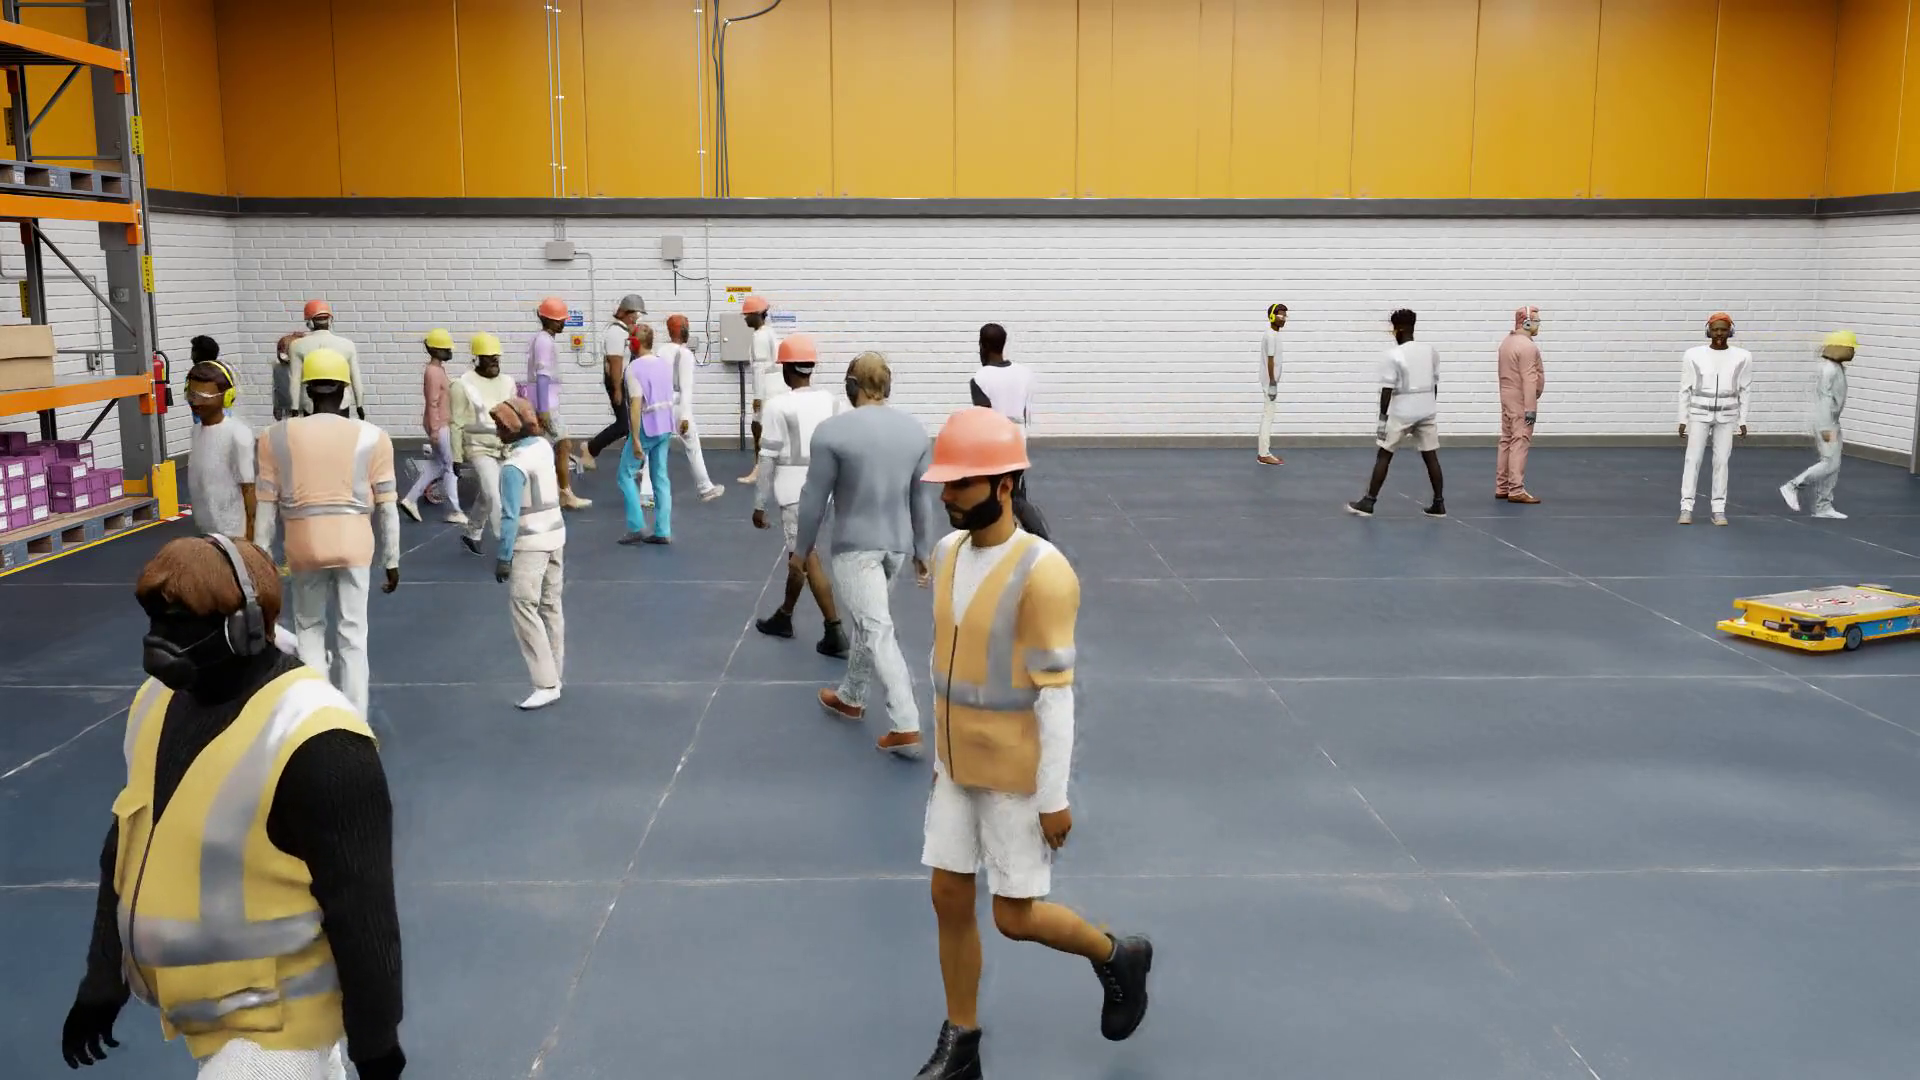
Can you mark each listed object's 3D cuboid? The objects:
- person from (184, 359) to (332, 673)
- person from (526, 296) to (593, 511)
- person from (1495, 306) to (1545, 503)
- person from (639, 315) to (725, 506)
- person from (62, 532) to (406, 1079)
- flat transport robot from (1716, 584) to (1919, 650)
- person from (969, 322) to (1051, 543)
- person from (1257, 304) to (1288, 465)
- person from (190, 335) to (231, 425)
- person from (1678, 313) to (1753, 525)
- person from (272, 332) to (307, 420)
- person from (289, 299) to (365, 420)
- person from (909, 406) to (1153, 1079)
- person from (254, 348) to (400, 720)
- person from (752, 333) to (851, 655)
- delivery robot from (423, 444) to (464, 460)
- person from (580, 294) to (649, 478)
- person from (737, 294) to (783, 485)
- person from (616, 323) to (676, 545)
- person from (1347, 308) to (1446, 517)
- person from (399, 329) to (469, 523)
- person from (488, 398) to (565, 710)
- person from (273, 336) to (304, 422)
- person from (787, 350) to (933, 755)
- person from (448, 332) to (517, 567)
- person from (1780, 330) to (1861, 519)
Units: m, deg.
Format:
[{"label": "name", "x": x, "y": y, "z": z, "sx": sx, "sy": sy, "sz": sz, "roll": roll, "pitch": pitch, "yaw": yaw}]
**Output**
[{"label": "person", "x": -3.603, "y": 0.015, "z": 8.283, "sx": 0.508, "sy": 1.837, "sz": 0.799, "roll": 8, "pitch": 12, "yaw": 40}, {"label": "person", "x": -3.760, "y": -1.259, "z": 15.523, "sx": 0.687, "sy": 2.004, "sz": 0.722, "roll": -3, "pitch": 10, "yaw": -16}, {"label": "person", "x": 5.472, "y": -1.315, "z": 16.188, "sx": 0.404, "sy": 1.906, "sz": 0.651, "roll": -1, "pitch": 9, "yaw": -3}, {"label": "person", "x": -2.729, "y": -1.243, "z": 16.002, "sx": 0.590, "sy": 1.835, "sz": 1.007, "roll": 7, "pitch": 12, "yaw": 38}, {"label": "person", "x": -1.376, "y": 0.876, "z": 3.108, "sx": 0.629, "sy": 1.792, "sz": 0.967, "roll": 8, "pitch": 12, "yaw": 40}, {"label": "flat transport robot", "x": 5.445, "y": 0.465, "z": 10.271, "sx": 1.431, "sy": 0.197, "sz": 0.652, "roll": -5, "pitch": 10, "yaw": -26}, {"label": "person", "x": 0.332, "y": -0.652, "z": 12.210, "sx": 0.590, "sy": 1.887, "sz": 0.917, "roll": -8, "pitch": 12, "yaw": -41}, {"label": "person", "x": 3.644, "y": -1.812, "z": 19.365, "sx": 0.335, "sy": 1.865, "sz": 0.520, "roll": 2, "pitch": 9, "yaw": 10}, {"label": "person", "x": -6.532, "y": -0.937, "z": 14.538, "sx": 0.318, "sy": 1.692, "sz": 0.619, "roll": -4, "pitch": 10, "yaw": -21}, {"label": "person", "x": 6.671, "y": -1.065, "z": 14.729, "sx": 0.574, "sy": 1.882, "sz": 0.358, "roll": 3, "pitch": 10, "yaw": 18}, {"label": "person", "x": -6.919, "y": -1.381, "z": 17.503, "sx": 0.531, "sy": 1.589, "sz": 0.850, "roll": -6, "pitch": 11, "yaw": -34}, {"label": "person", "x": -5.970, "y": -1.272, "z": 15.690, "sx": 0.675, "sy": 1.973, "sz": 0.523, "roll": -5, "pitch": 10, "yaw": -26}, {"label": "person", "x": 0.163, "y": 0.583, "z": 4.540, "sx": 0.736, "sy": 1.916, "sz": 0.550, "roll": -7, "pitch": 11, "yaw": -35}, {"label": "person", "x": -2.950, "y": 0.062, "z": 7.763, "sx": 0.657, "sy": 1.901, "sz": 0.470, "roll": -3, "pitch": 10, "yaw": -19}, {"label": "person", "x": -0.935, "y": -0.279, "z": 9.905, "sx": 0.560, "sy": 1.892, "sz": 0.983, "roll": -8, "pitch": 13, "yaw": -42}, {"label": "delivery robot", "x": -5.298, "y": -0.924, "z": 17.633, "sx": 0.707, "sy": 0.478, "sz": 0.477, "roll": -6, "pitch": 11, "yaw": -35}, {"label": "person", "x": -3.662, "y": -1.664, "z": 17.913, "sx": 0.766, "sy": 2.000, "sz": 0.726, "roll": 1, "pitch": 9, "yaw": 7}, {"label": "person", "x": -1.927, "y": -1.553, "z": 17.355, "sx": 0.769, "sy": 2.013, "sz": 0.625, "roll": 0, "pitch": 9, "yaw": -2}, {"label": "person", "x": -2.610, "y": -0.862, "z": 13.655, "sx": 0.574, "sy": 1.822, "sz": 0.572, "roll": 5, "pitch": 11, "yaw": 29}, {"label": "person", "x": 4.024, "y": -1.155, "z": 15.207, "sx": 0.779, "sy": 1.923, "sz": 0.550, "roll": -3, "pitch": 10, "yaw": -19}, {"label": "person", "x": -4.676, "y": -0.996, "z": 14.768, "sx": 0.668, "sy": 1.740, "sz": 0.540, "roll": -2, "pitch": 10, "yaw": -14}, {"label": "person", "x": -2.229, "y": 0.057, "z": 8.698, "sx": 0.324, "sy": 1.611, "sz": 0.607, "roll": 2, "pitch": 9, "yaw": 11}, {"label": "person", "x": -6.640, "y": -1.269, "z": 16.824, "sx": 0.537, "sy": 1.606, "sz": 0.611, "roll": 3, "pitch": 10, "yaw": 19}, {"label": "person", "x": -0.431, "y": 0.047, "z": 7.937, "sx": 0.648, "sy": 1.890, "sz": 1.040, "roll": -8, "pitch": 12, "yaw": -39}, {"label": "person", "x": -3.658, "y": -0.713, "z": 12.854, "sx": 0.910, "sy": 1.795, "sz": 0.604, "roll": 7, "pitch": 11, "yaw": 35}, {"label": "person", "x": 7.833, "y": -1.043, "z": 15.074, "sx": 0.475, "sy": 1.720, "sz": 0.499, "roll": 8, "pitch": 12, "yaw": 42}]
